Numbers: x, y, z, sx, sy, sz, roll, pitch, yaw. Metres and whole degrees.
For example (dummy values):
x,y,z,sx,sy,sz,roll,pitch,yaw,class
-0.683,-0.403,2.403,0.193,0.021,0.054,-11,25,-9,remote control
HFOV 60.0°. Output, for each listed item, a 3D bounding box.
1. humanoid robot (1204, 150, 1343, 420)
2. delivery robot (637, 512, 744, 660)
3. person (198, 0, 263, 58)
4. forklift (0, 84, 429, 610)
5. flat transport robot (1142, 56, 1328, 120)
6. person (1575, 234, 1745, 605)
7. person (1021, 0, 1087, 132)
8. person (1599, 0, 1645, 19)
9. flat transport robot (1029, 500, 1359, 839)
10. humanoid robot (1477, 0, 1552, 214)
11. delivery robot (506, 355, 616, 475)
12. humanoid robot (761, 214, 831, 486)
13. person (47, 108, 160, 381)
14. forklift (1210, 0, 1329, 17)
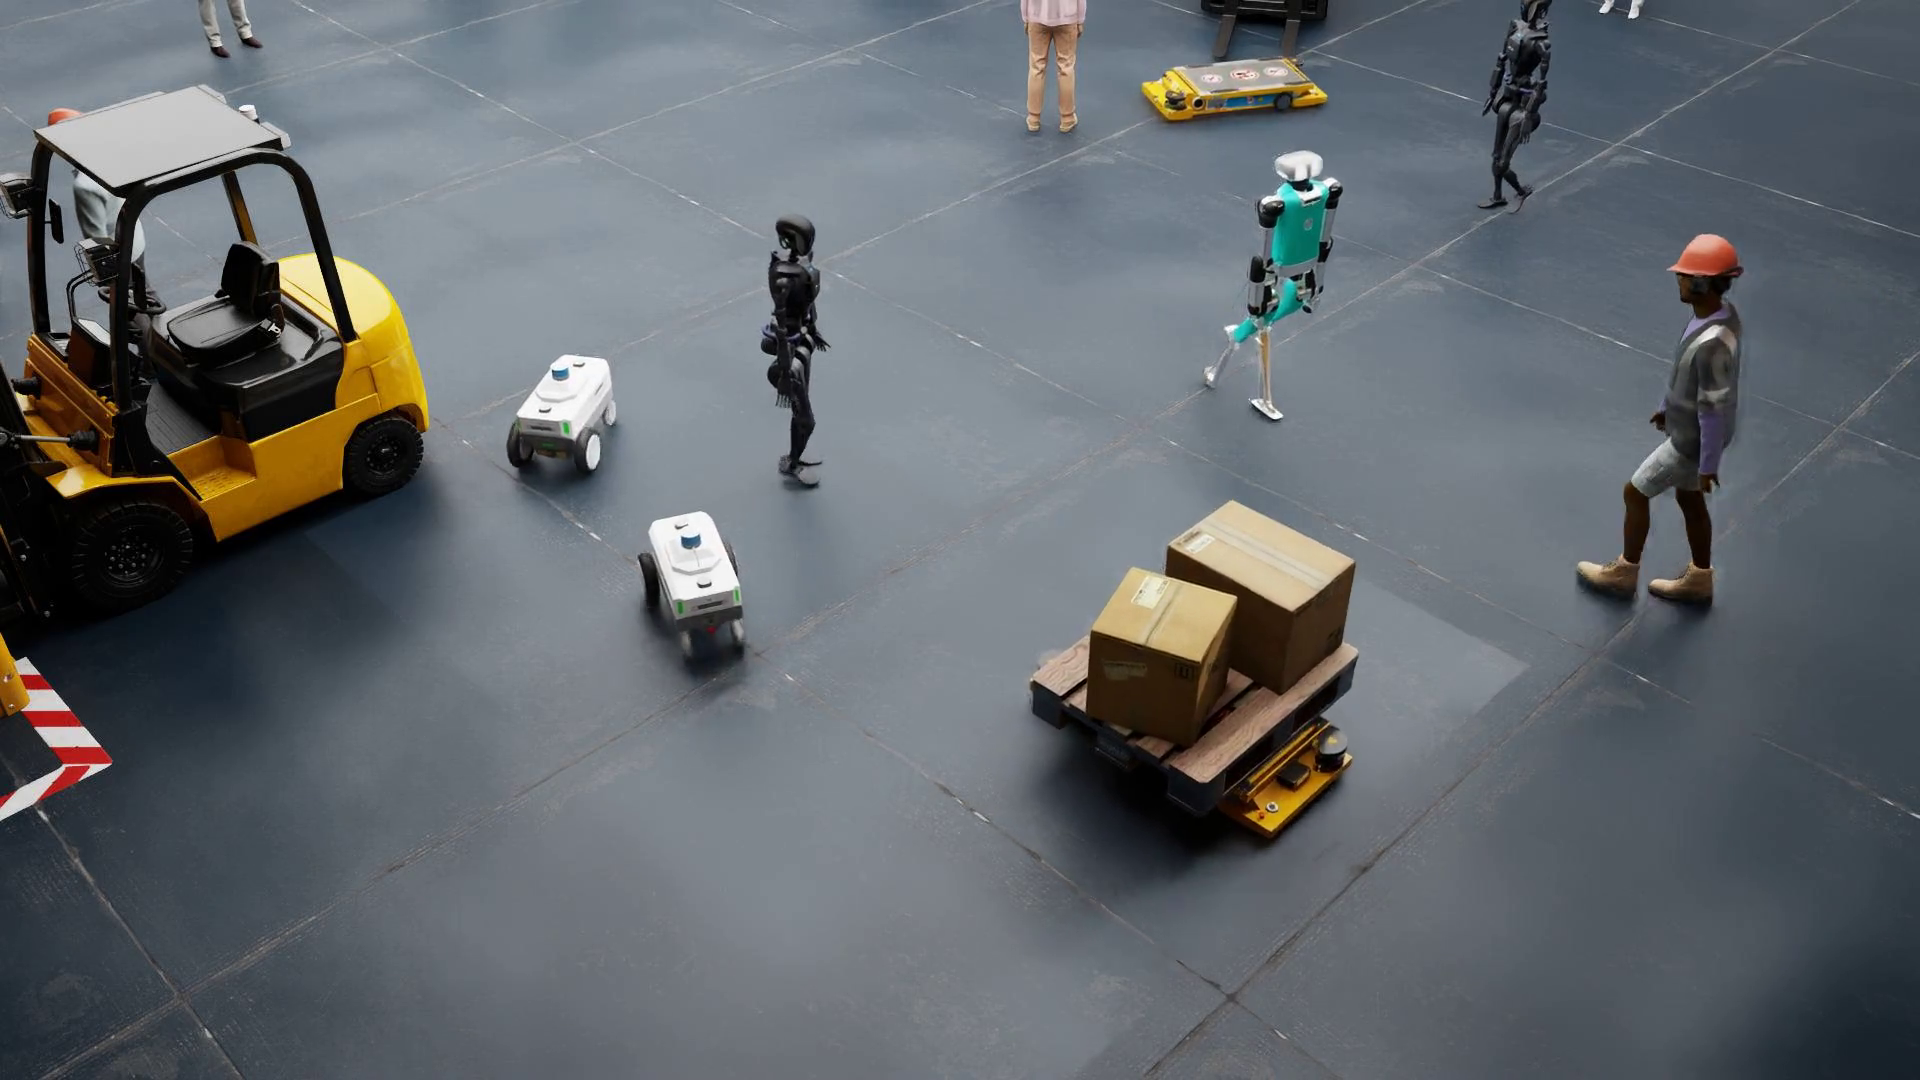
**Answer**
x,y,z,sx,sy,sz,roll,pitch,yaw,class
1.772,-1.509,9.868,0.555,1.875,0.821,-17,40,-22,humanoid robot
-1.353,0.187,8.500,0.499,0.587,0.787,-12,39,-16,delivery robot
-6.614,-5.183,14.682,0.388,1.776,0.539,28,45,32,person
-4.145,-1.093,8.856,2.313,2.155,1.214,-31,47,-34,forklift
2.334,-3.841,14.138,1.431,0.231,0.659,-9,38,-12,flat transport robot
3.618,-0.549,8.291,0.820,1.991,0.622,17,40,22,person
0.741,-4.124,13.251,0.523,1.784,0.401,4,37,6,person
6.343,-5.710,15.497,0.512,1.634,0.312,23,42,28,person
1.082,0.828,7.888,1.431,0.231,0.659,30,46,34,flat transport robot
4.052,-3.178,12.072,0.386,1.643,0.586,-12,38,-16,humanoid robot
-2.320,-0.756,9.777,0.499,0.604,0.801,7,37,9,delivery robot
-0.916,-1.064,9.247,0.310,1.649,0.609,7,37,10,humanoid robot
-5.189,-1.801,10.178,0.352,1.740,0.571,-4,37,-5,person
3.106,-6.400,15.960,1.214,2.155,2.313,8,37,10,forklift
